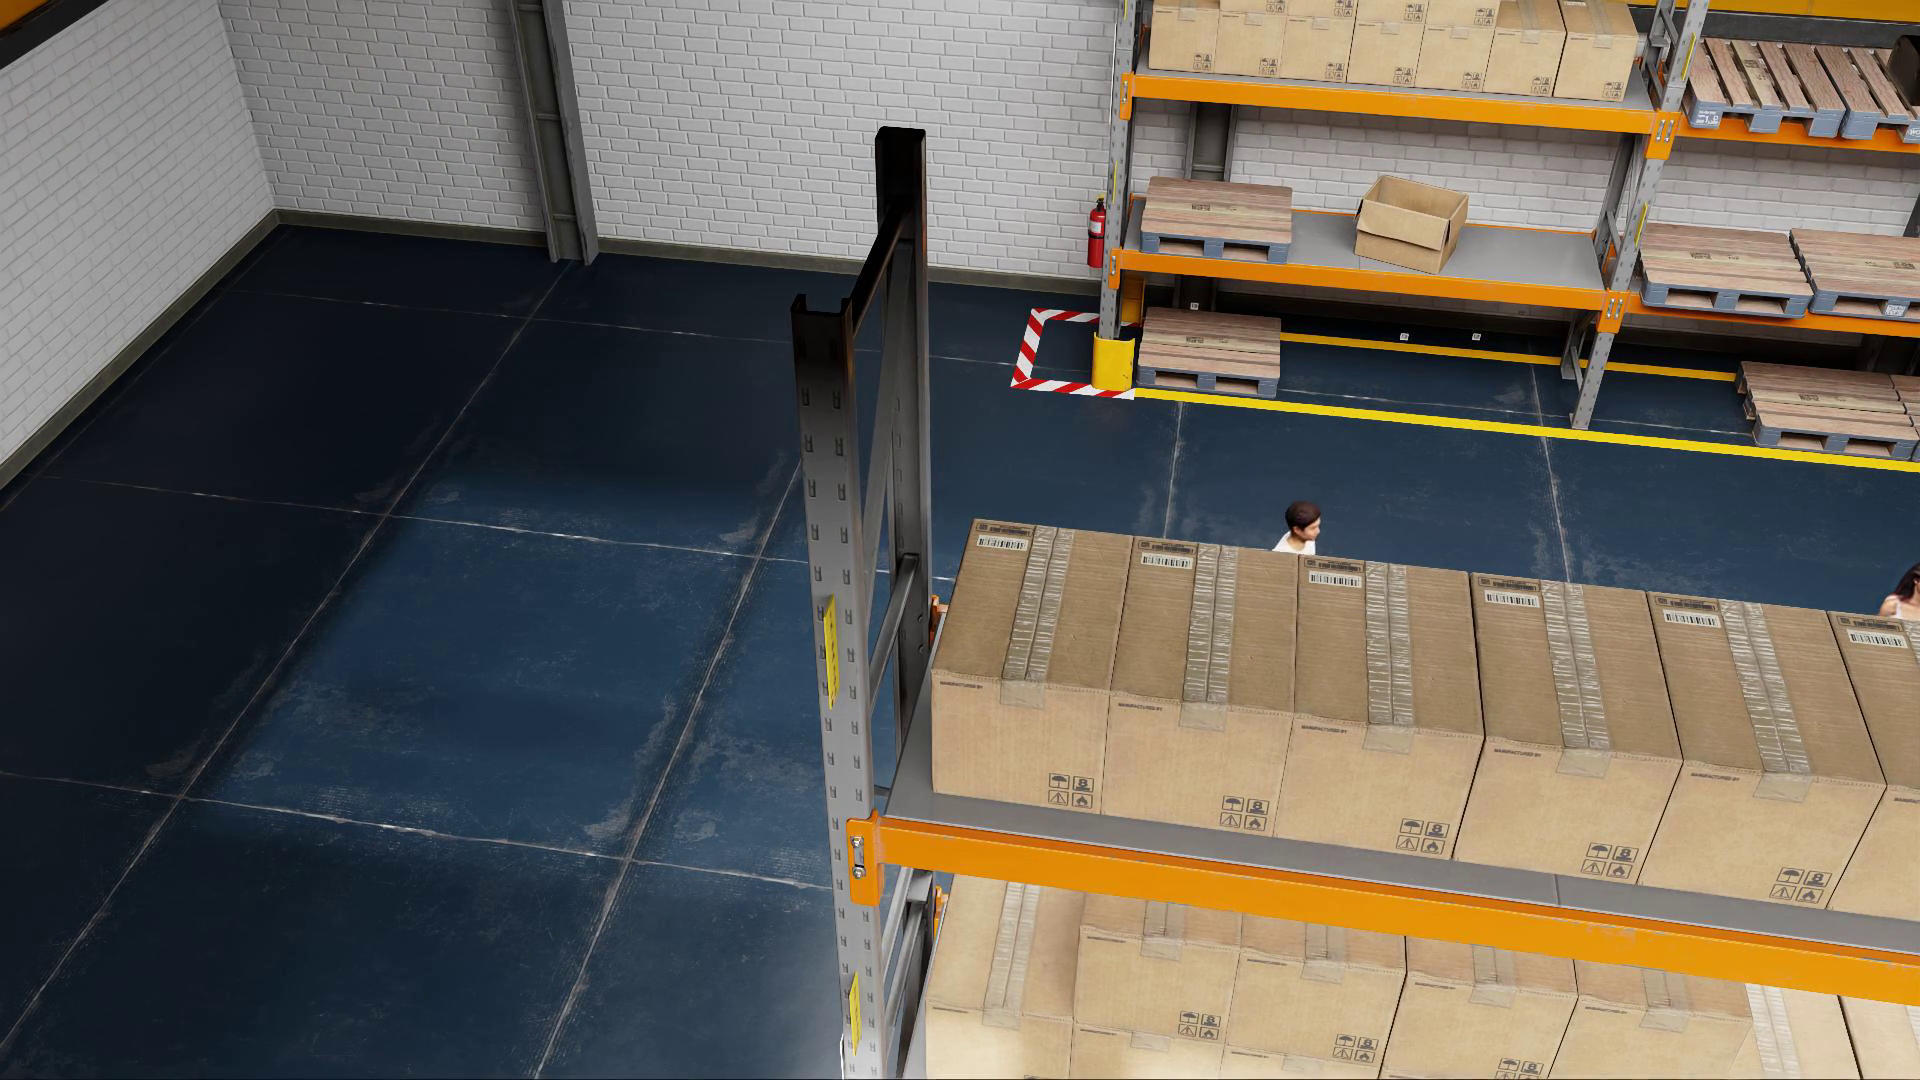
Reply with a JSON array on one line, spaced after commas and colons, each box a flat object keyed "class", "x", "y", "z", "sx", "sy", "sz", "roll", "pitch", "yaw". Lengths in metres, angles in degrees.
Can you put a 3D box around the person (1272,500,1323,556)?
[{"class": "person", "x": 2.036, "y": 0.415, "z": 10.837, "sx": 0.816, "sy": 1.710, "sz": 0.779, "roll": 21, "pitch": 43, "yaw": 24}]
